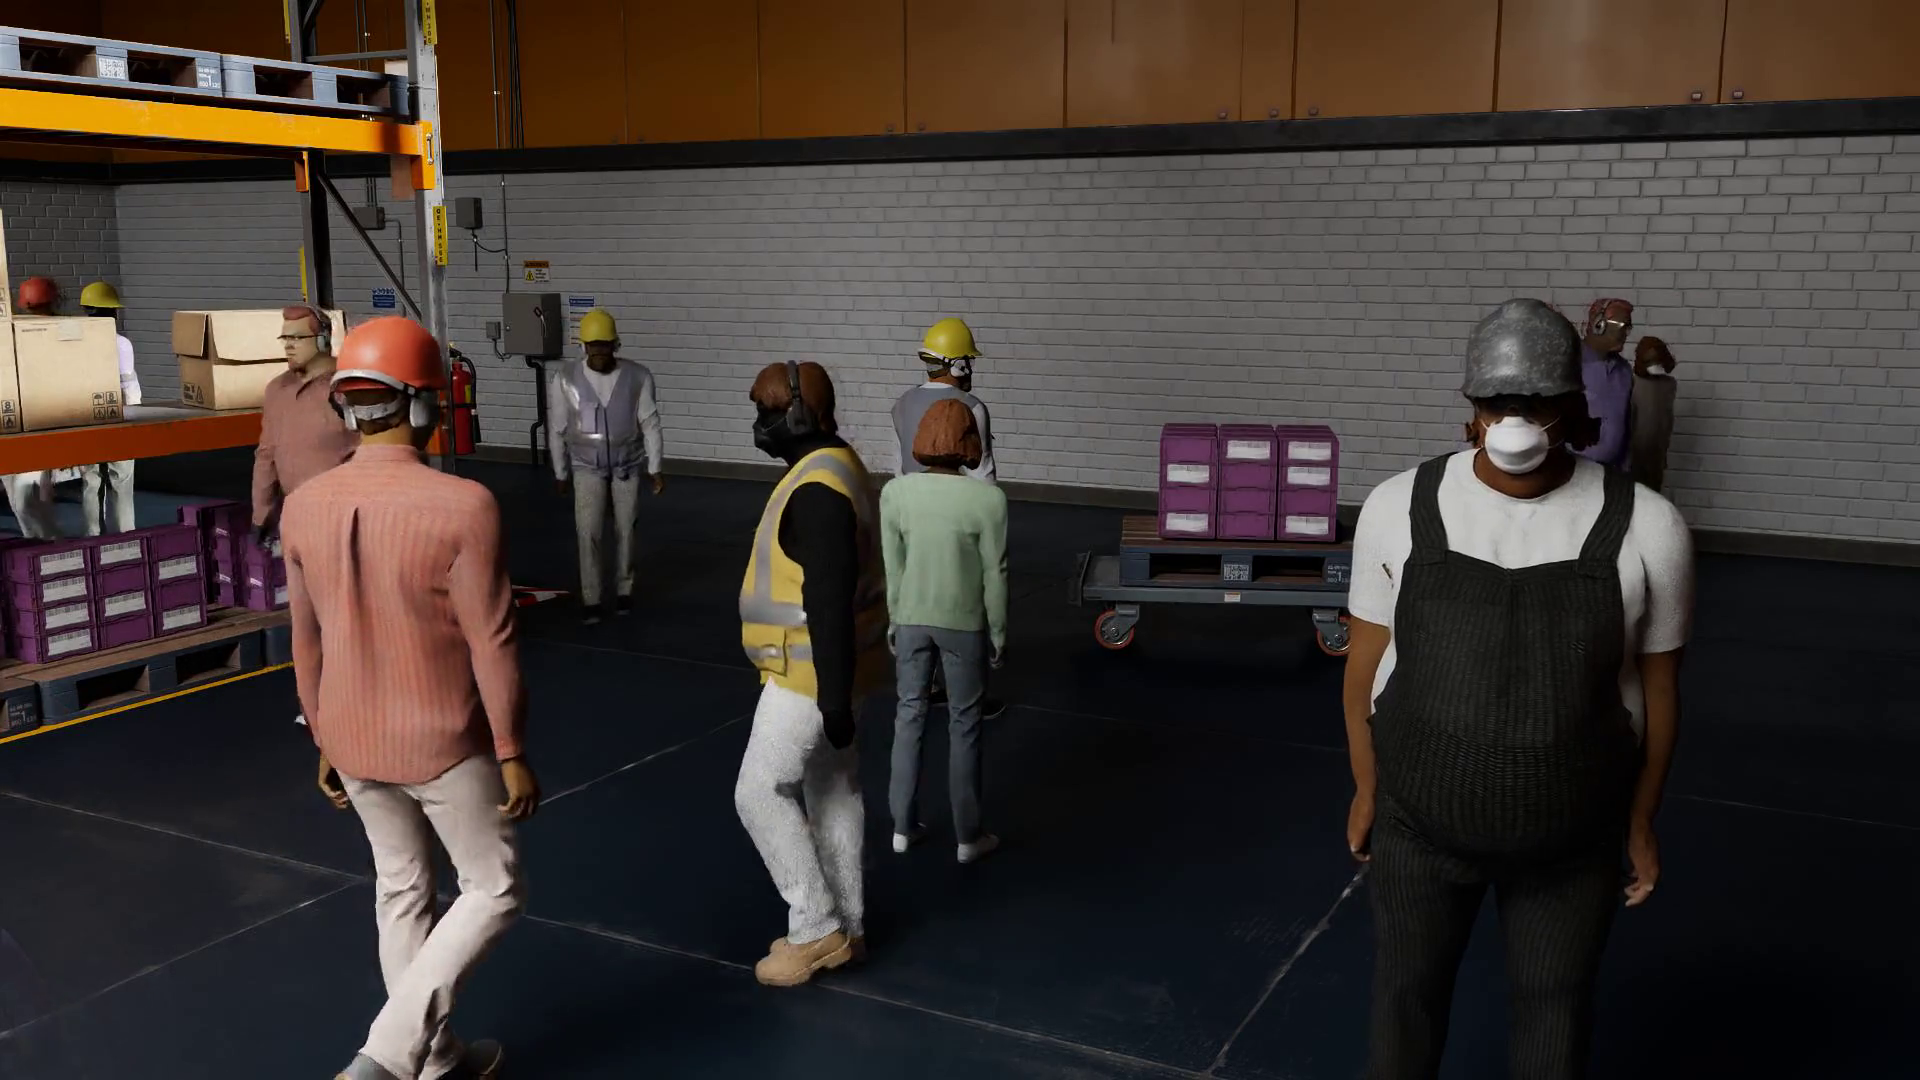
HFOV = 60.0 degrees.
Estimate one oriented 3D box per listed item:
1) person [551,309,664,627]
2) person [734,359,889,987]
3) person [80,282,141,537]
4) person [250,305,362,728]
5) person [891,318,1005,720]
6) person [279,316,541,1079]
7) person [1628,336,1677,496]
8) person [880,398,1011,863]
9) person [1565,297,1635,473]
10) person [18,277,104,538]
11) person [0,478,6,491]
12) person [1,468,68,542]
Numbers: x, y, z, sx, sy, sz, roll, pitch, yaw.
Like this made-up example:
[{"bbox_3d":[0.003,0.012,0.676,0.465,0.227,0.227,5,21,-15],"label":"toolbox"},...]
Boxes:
[{"bbox_3d":[-2.015,-0.409,9.540,0.618,1.799,0.780,-3,10,-15],"label":"person"},{"bbox_3d":[-0.459,0.386,4.878,0.497,1.825,0.637,1,10,3],"label":"person"},{"bbox_3d":[-5.848,-0.797,11.416,0.590,1.927,0.367,3,10,15],"label":"person"},{"bbox_3d":[-2.964,-0.108,7.540,0.683,1.878,0.788,4,11,23],"label":"person"},{"bbox_3d":[-0.042,-0.088,7.584,0.404,1.833,0.588,-10,14,-44],"label":"person"},{"bbox_3d":[-1.310,0.472,3.904,0.635,1.980,0.621,4,11,21],"label":"person"},{"bbox_3d":[4.440,-0.518,10.748,0.625,1.598,0.407,-6,11,-29],"label":"person"},{"bbox_3d":[-0.056,0.316,5.856,0.497,1.626,0.288,4,11,24],"label":"person"},{"bbox_3d":[3.402,-0.385,9.151,0.676,1.885,0.489,-4,11,-23],"label":"person"},{"bbox_3d":[-6.418,-0.876,11.805,0.647,1.942,0.909,0,10,1],"label":"person"},{"bbox_3d":[-8.749,-1.353,14.869,0.504,1.847,0.344,9,13,43],"label":"person"},{"bbox_3d":[-5.959,-0.617,10.465,0.602,1.898,0.515,3,10,17],"label":"person"}]
